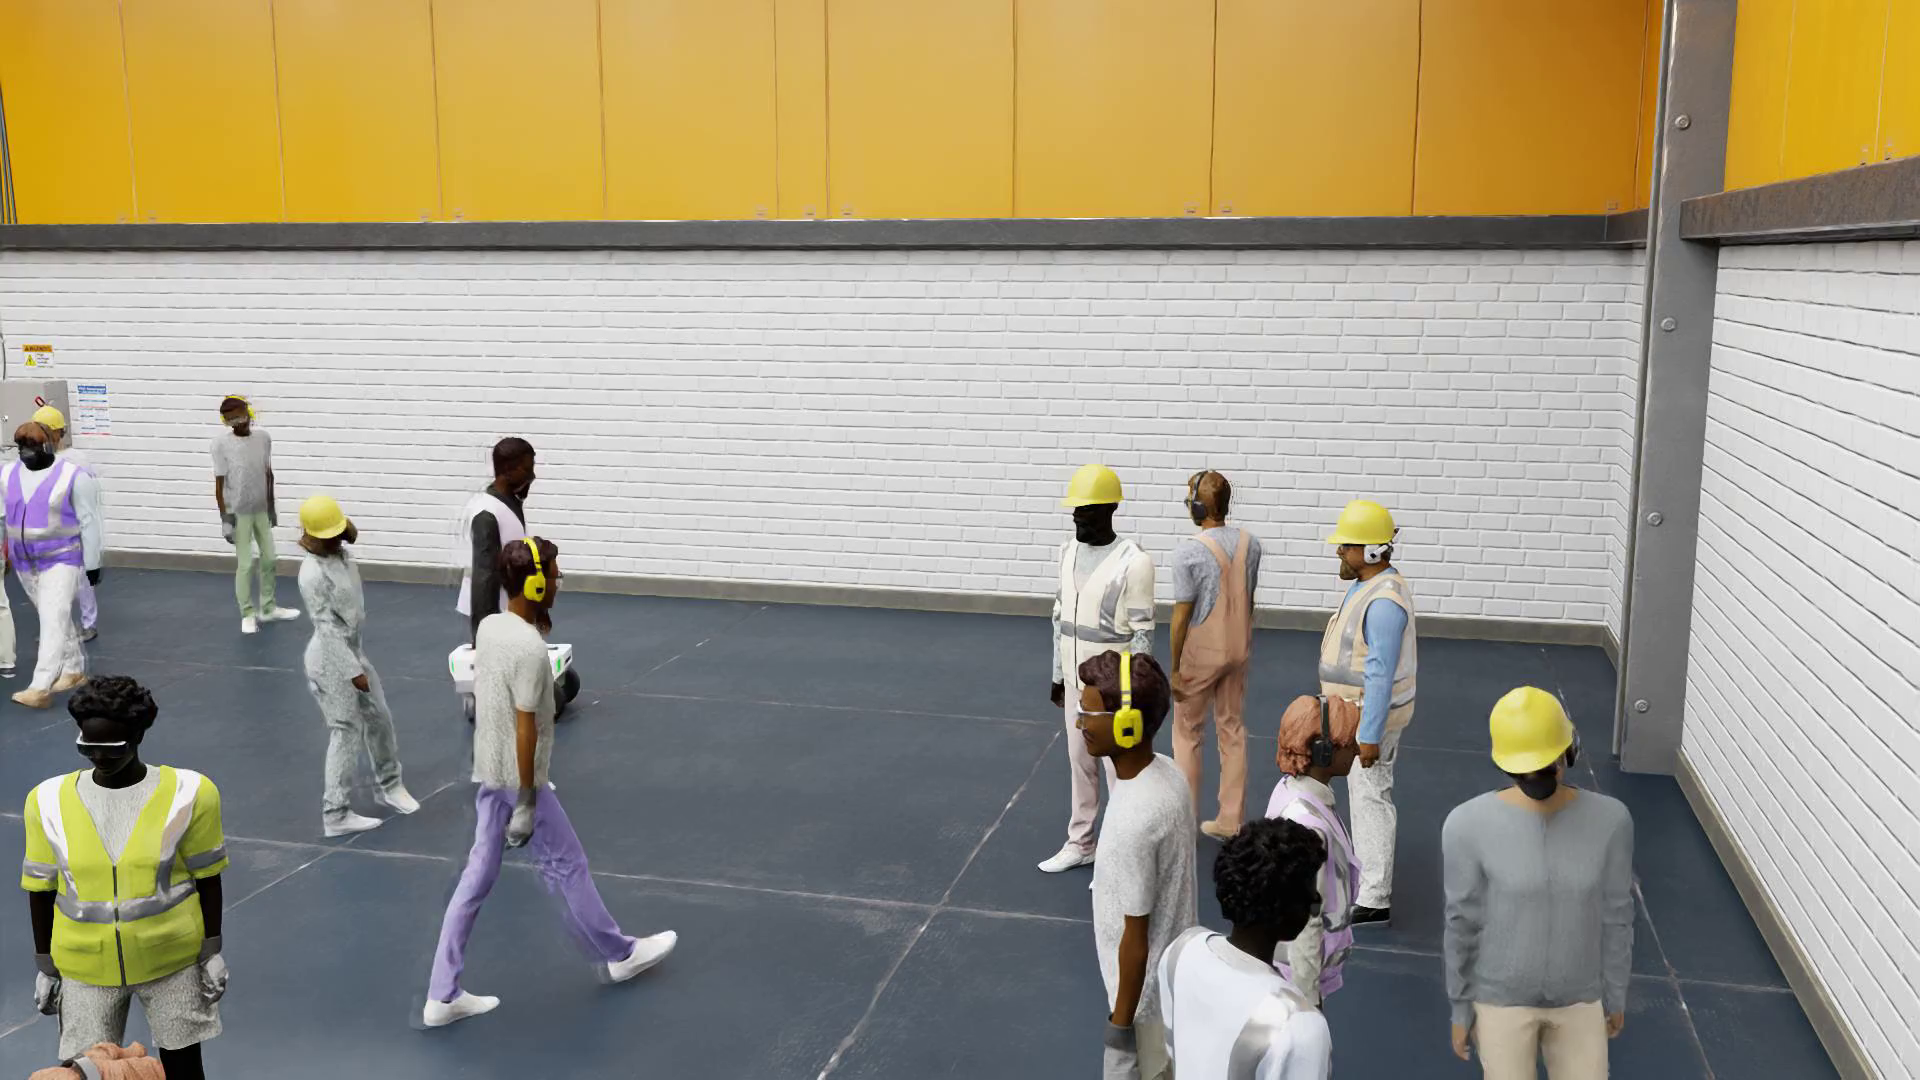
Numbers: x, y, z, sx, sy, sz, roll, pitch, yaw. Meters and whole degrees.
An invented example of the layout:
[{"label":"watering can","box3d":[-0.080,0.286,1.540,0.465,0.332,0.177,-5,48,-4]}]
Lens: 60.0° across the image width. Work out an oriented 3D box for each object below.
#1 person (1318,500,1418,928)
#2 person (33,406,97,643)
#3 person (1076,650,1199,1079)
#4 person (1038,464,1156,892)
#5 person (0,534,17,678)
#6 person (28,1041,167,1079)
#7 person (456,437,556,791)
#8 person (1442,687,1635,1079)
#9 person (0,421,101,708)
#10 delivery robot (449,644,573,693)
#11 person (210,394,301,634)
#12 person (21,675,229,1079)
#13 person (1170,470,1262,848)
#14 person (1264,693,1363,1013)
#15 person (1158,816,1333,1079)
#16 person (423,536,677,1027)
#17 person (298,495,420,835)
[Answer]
[{"label":"person","box3d":[1.730,0.733,7.102,0.403,1.824,0.592,1,10,7]},{"label":"person","box3d":[-6.634,-0.106,12.242,0.527,1.761,0.338,0,10,2]},{"label":"person","box3d":[0.463,1.194,4.299,0.342,1.860,0.499,3,10,15]},{"label":"person","box3d":[0.616,0.613,7.497,0.369,1.927,0.589,-8,12,-39]},{"label":"person","box3d":[-6.587,0.092,11.078,0.336,1.750,0.568,5,11,26]},{"label":"person","box3d":[-1.321,1.585,2.620,0.522,1.640,0.306,6,12,33]},{"label":"person","box3d":[-2.370,0.398,8.870,0.634,1.889,0.601,-1,10,-5]},{"label":"person","box3d":[1.537,1.213,4.532,0.530,1.733,0.543,0,10,-2]},{"label":"person","box3d":[-5.872,0.154,10.578,0.643,1.798,0.948,1,10,8]},{"label":"delivery robot","box3d":[-2.781,0.774,10.305,0.707,0.478,0.477,0,10,-1]},{"label":"person","box3d":[-5.360,-0.204,12.603,0.455,1.829,0.640,6,11,31]},{"label":"person","box3d":[-2.351,1.201,4.726,0.531,1.692,0.320,-3,10,-17]},{"label":"person","box3d":[1.194,0.572,7.978,0.524,1.837,0.403,-5,11,-27]},{"label":"person","box3d":[0.963,1.235,4.715,0.316,1.633,0.516,2,10,10]},{"label":"person","box3d":[0.603,1.405,3.542,0.323,1.686,0.537,-4,11,-23]},{"label":"person","box3d":[-1.616,0.883,6.290,1.022,1.808,0.511,-9,13,-41]},{"label":"person","box3d":[-3.006,0.602,8.248,0.390,1.693,0.631,0,10,-1]}]
